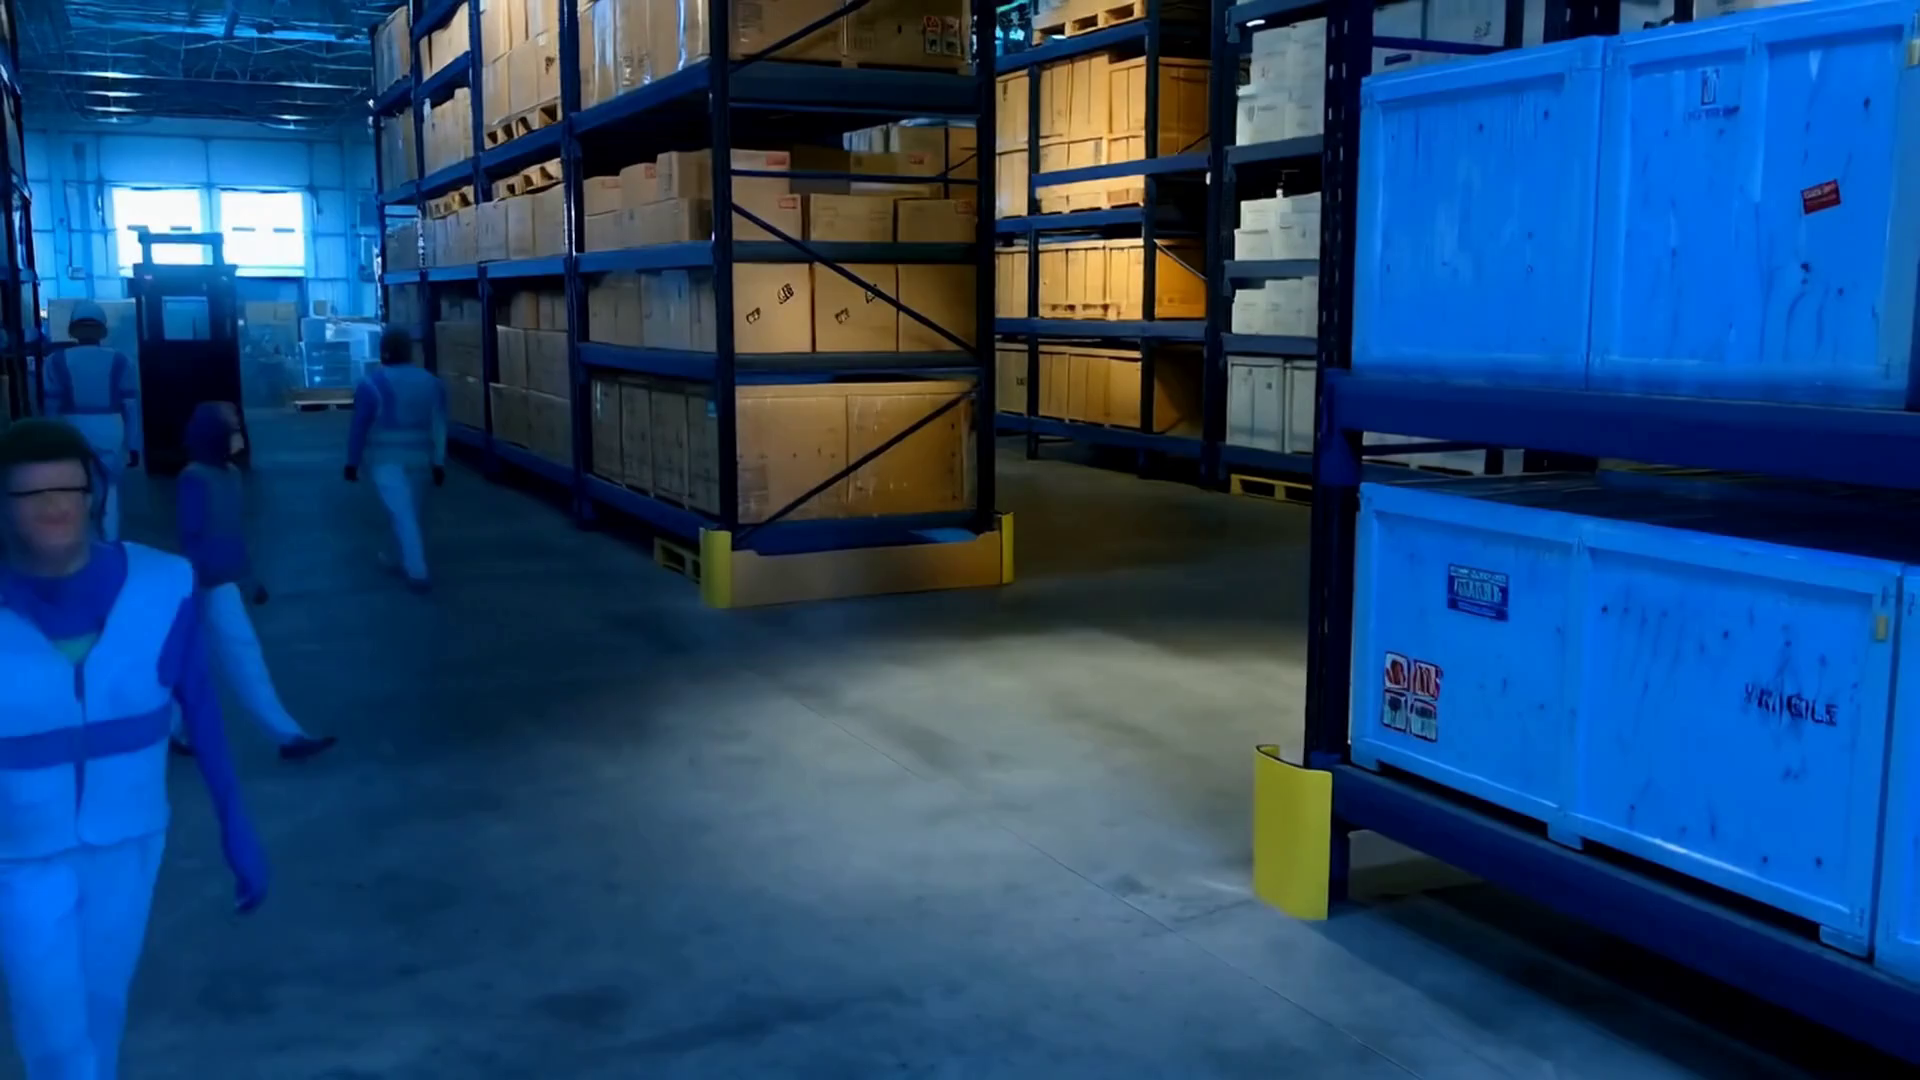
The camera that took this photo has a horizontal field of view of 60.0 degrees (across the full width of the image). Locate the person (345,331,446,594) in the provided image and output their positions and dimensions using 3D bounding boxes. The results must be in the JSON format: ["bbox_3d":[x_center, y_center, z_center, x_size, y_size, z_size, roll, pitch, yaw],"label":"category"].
[{"bbox_3d":[-3.956,-0.550,11.604,0.954,1.791,0.624,7,11,39],"label":"person"}]

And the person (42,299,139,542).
[{"bbox_3d":[-6.292,-0.732,12.084,0.618,2.020,0.736,-5,9,-29],"label":"person"}]

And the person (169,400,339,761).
[{"bbox_3d":[-3.196,0.186,7.222,0.880,1.584,0.514,-1,8,-3],"label":"person"}]

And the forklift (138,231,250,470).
[{"bbox_3d":[-9.357,-2.331,20.161,1.129,2.768,1.873,-4,9,-26],"label":"forklift"}]

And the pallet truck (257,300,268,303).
[{"bbox_3d":[-23.913,-7.404,58.171,1.885,1.965,0.823,-1,8,-9],"label":"pallet truck"}]

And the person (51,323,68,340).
[{"bbox_3d":[-27.080,-6.160,49.864,0.772,1.913,0.662,0,8,-3],"label":"person"}]

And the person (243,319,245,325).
[{"bbox_3d":[-16.561,-4.605,39.191,0.583,1.910,0.390,-7,11,-41],"label":"person"}]

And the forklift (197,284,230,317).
[{"bbox_3d":[-22.729,-6.771,50.781,1.873,2.768,1.129,6,10,37],"label":"forklift"}]

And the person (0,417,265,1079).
[{"bbox_3d":[-1.818,0.640,3.424,0.969,1.789,0.576,8,11,42],"label":"person"}]
